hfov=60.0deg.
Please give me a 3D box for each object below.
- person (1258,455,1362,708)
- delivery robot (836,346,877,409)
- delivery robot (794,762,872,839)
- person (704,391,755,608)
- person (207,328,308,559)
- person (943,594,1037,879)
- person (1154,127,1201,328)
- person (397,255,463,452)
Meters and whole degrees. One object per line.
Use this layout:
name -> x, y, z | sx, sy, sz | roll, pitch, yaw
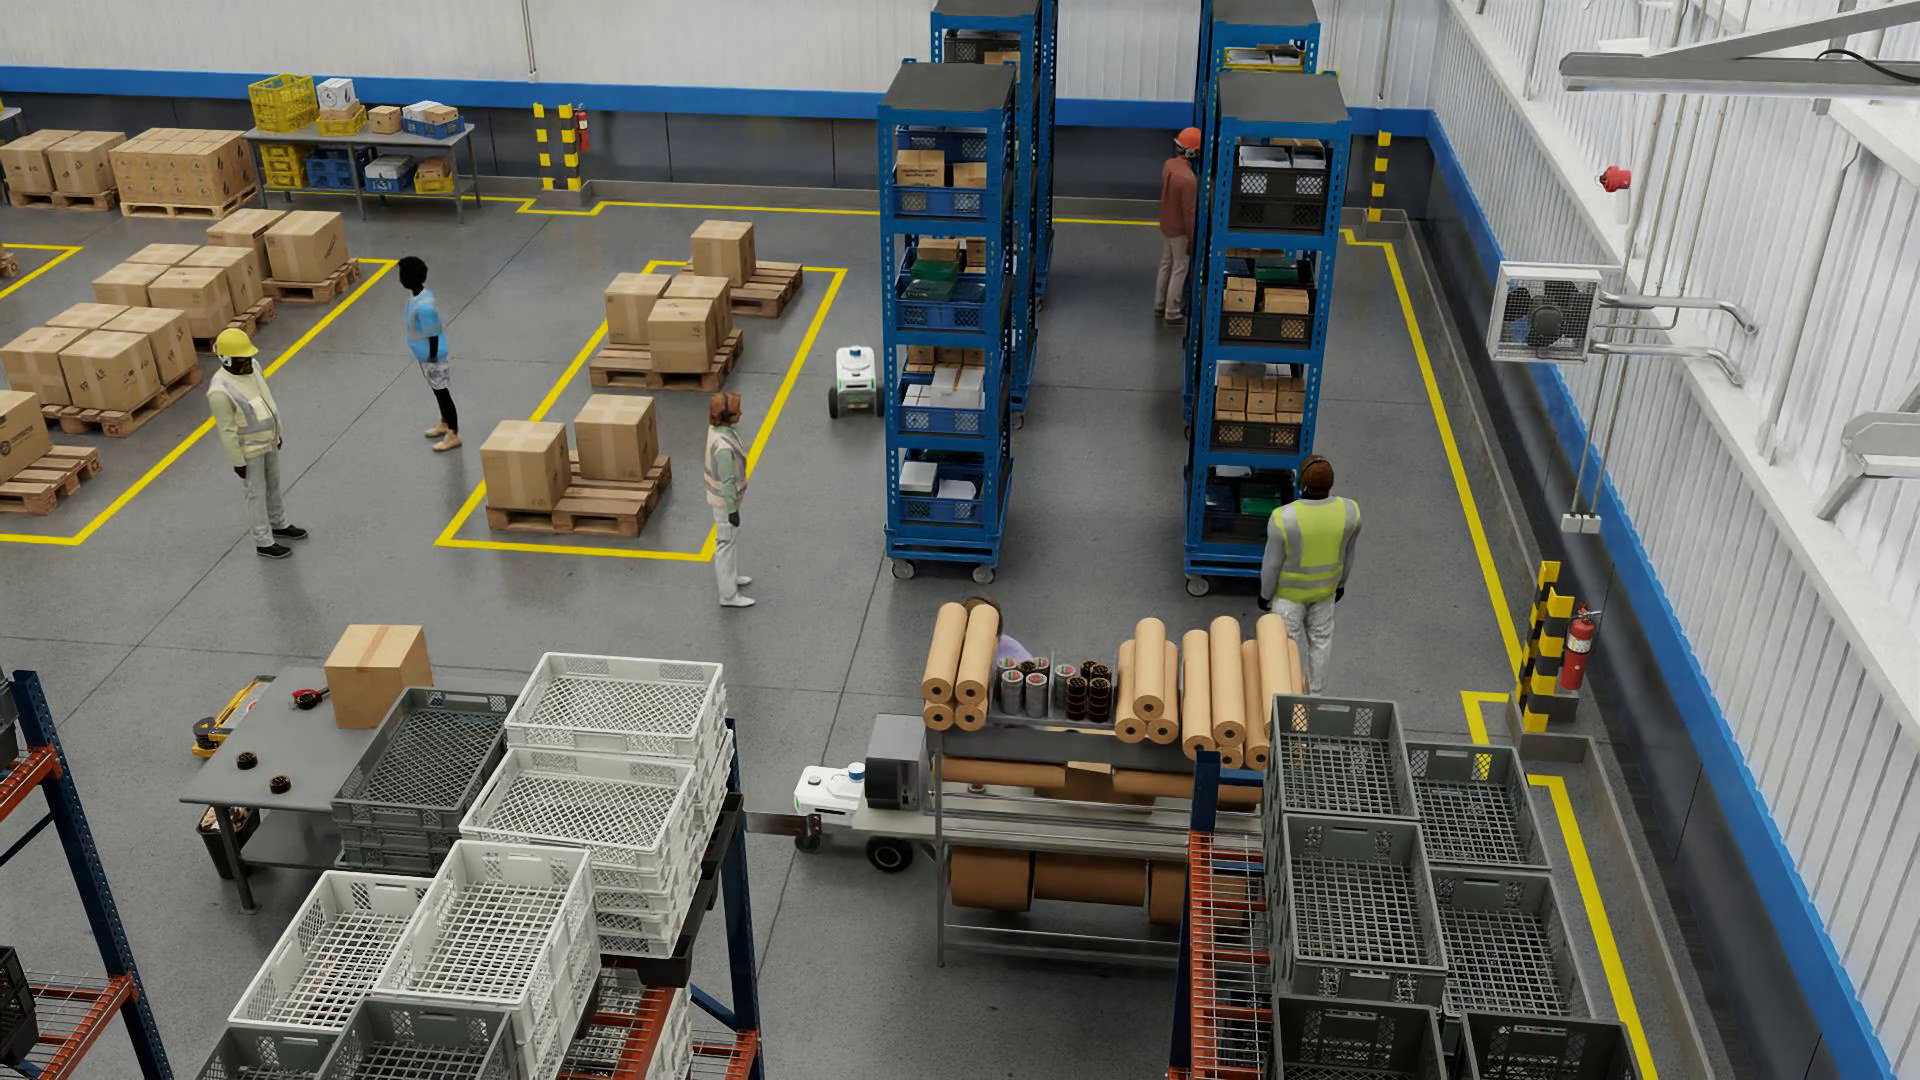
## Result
person -> 2.182, 0.292, 10.594 | 0.627, 1.844, 0.429 | -8, 31, -13
delivery robot -> -0.929, -1.493, 14.840 | 0.477, 0.478, 0.707 | -2, 30, -4
delivery robot -> -0.595, 1.515, 9.675 | 0.707, 0.478, 0.477 | 6, 31, 10
person -> -1.647, -0.296, 11.813 | 0.315, 1.632, 0.519 | -6, 31, -9
person -> -5.243, -0.732, 12.374 | 0.403, 1.823, 0.584 | 3, 30, 6
person -> 0.139, 1.105, 9.117 | 0.630, 1.930, 0.370 | 18, 35, 28
person -> 2.145, -3.034, 16.173 | 0.403, 1.982, 0.627 | -9, 31, -15
person -> -4.450, -1.570, 13.933 | 0.317, 1.695, 0.540 | -13, 33, -21
